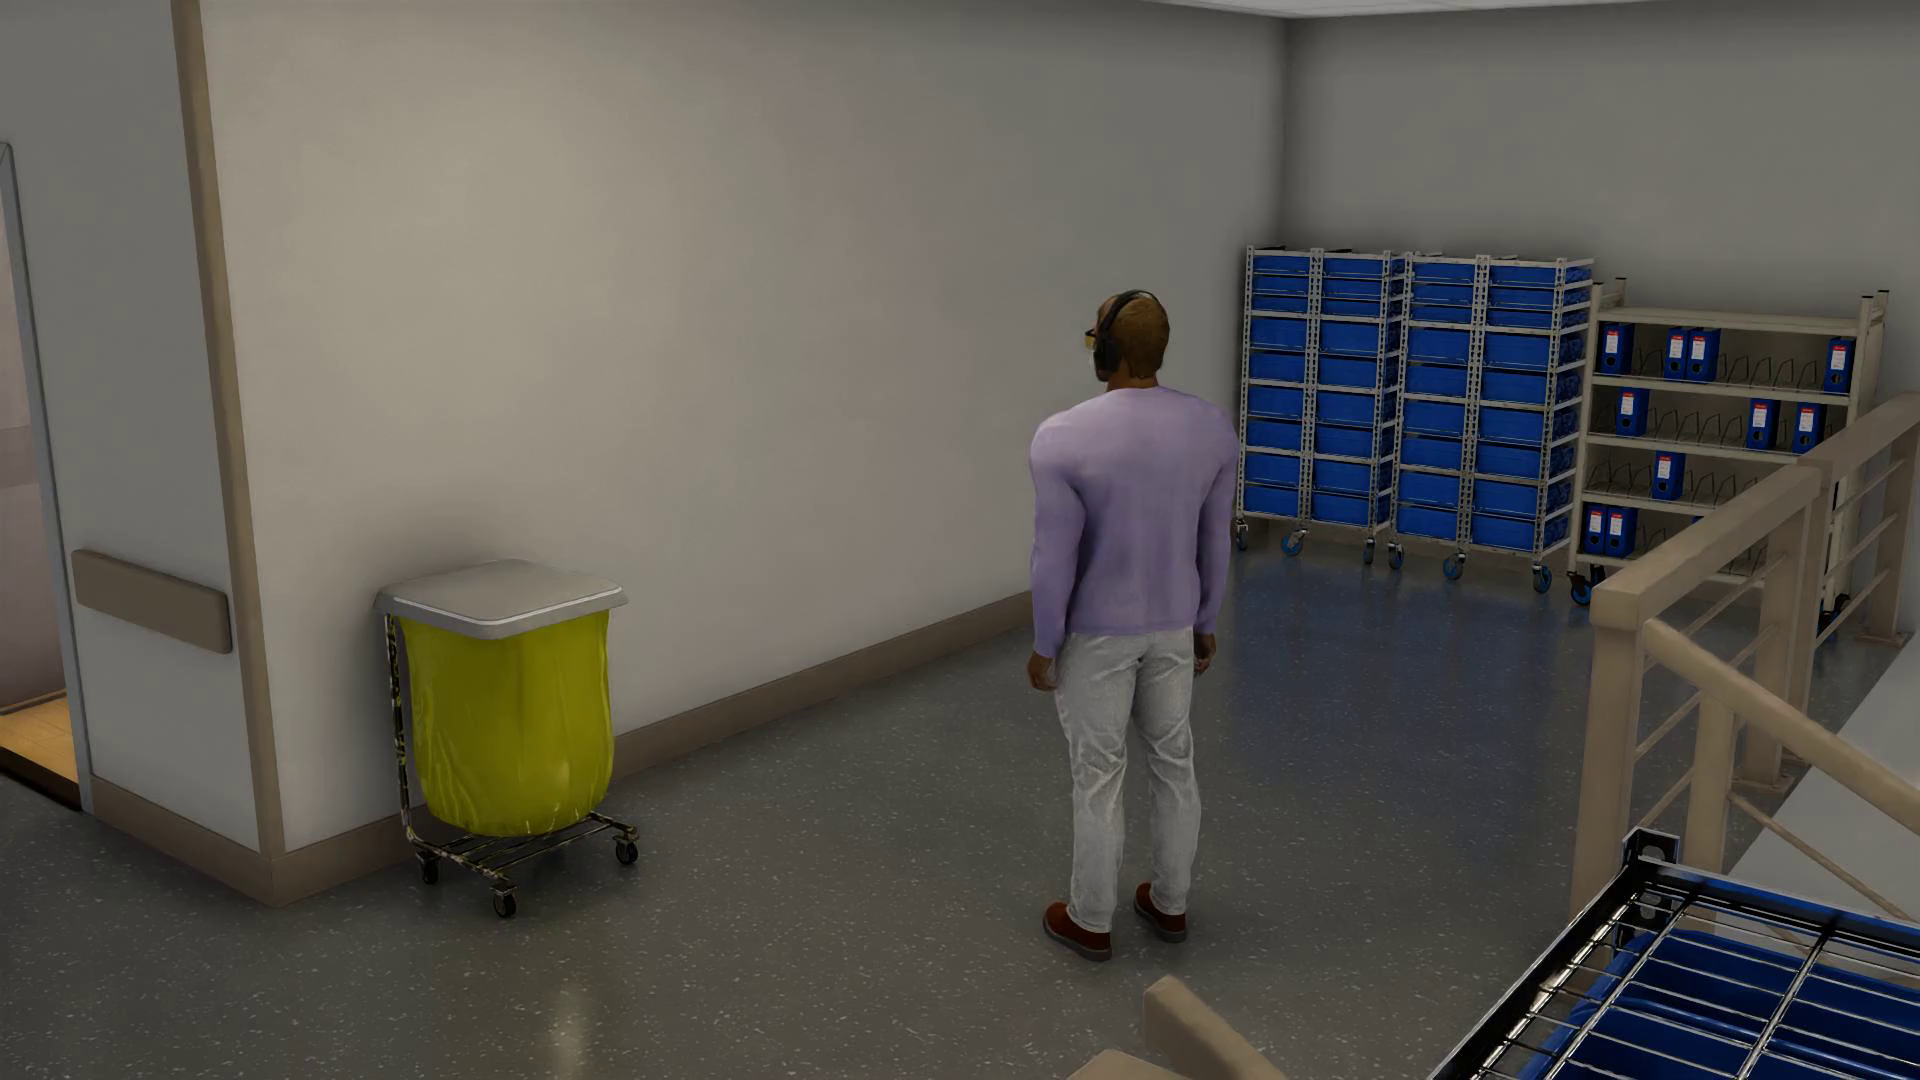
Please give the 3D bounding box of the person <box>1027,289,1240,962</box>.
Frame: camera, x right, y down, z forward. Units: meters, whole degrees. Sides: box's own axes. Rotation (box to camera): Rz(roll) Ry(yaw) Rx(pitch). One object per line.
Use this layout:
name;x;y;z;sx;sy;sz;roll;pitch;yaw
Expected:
person;0.476;0.257;4.768;0.630;1.940;0.372;-6;15;-22
